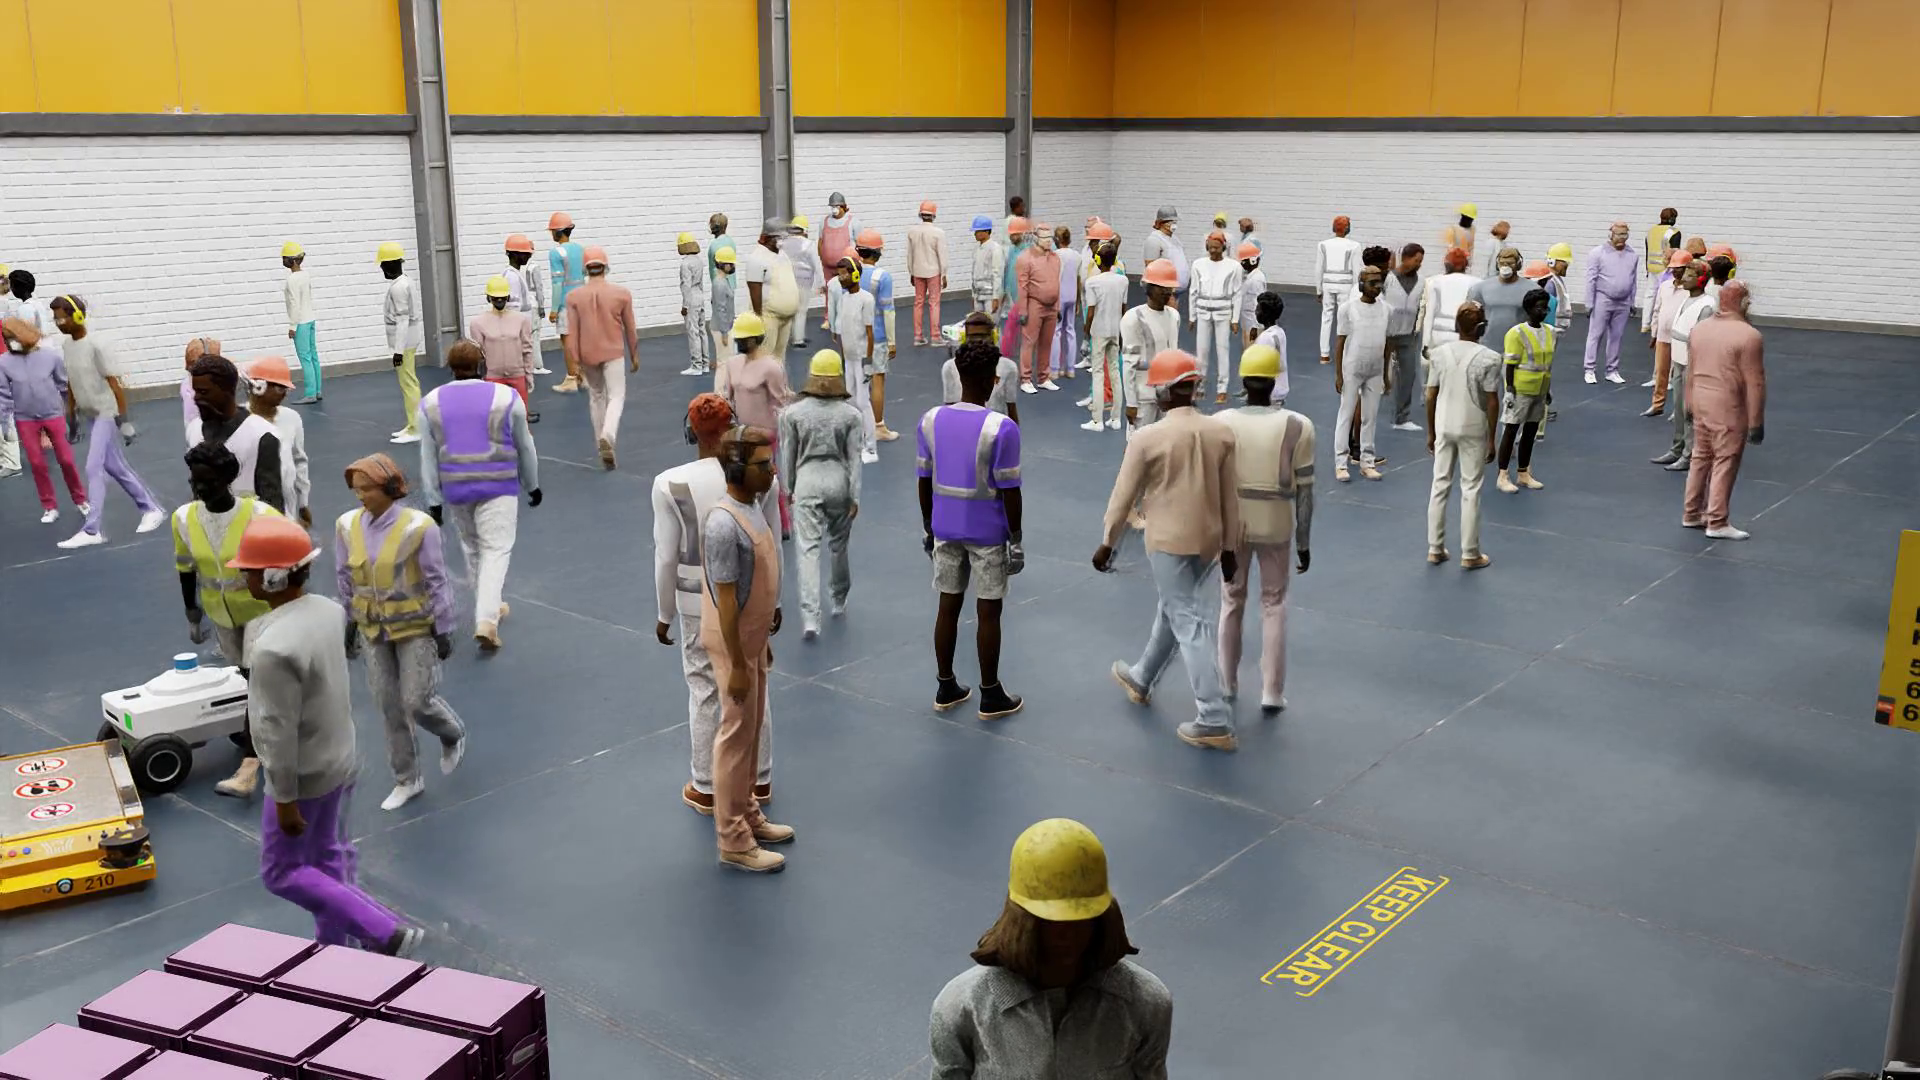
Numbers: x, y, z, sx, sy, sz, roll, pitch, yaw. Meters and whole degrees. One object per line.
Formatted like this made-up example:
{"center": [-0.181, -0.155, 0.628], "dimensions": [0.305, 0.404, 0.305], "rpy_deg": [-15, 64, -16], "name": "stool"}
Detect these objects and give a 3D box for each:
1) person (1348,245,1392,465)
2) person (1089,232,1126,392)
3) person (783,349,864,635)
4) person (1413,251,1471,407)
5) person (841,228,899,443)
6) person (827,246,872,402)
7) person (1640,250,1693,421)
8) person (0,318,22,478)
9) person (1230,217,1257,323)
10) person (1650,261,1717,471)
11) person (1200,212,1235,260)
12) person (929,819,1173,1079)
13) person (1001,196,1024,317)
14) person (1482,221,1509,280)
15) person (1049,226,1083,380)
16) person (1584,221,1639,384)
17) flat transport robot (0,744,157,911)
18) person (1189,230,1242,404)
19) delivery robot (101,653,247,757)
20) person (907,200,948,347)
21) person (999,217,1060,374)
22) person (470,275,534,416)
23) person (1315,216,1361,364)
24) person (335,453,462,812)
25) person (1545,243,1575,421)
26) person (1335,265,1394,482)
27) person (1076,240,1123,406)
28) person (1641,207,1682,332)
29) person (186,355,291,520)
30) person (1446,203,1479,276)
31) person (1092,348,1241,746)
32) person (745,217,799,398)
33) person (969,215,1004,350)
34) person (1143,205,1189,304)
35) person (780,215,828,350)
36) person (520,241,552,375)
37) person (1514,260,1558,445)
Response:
{"center": [3.664, -1.665, 14.979], "dimensions": [0.362, 1.963, 0.613], "rpy_deg": [-2, 14, -6], "name": "person"}
{"center": [1.682, -2.540, 18.723], "dimensions": [0.346, 1.846, 0.506], "rpy_deg": [-3, 14, -10], "name": "person"}
{"center": [-0.821, -0.303, 10.057], "dimensions": [0.486, 1.703, 0.881], "rpy_deg": [-1, 14, -4], "name": "person"}
{"center": [5.136, -2.224, 17.713], "dimensions": [0.612, 1.722, 0.451], "rpy_deg": [0, 14, 1], "name": "person"}
{"center": [-0.854, -1.965, 16.012], "dimensions": [0.615, 2.046, 0.375], "rpy_deg": [10, 17, 36], "name": "person"}
{"center": [-1.131, -2.268, 17.823], "dimensions": [0.559, 1.750, 0.329], "rpy_deg": [4, 15, 15], "name": "person"}
{"center": [7.383, -2.112, 17.195], "dimensions": [0.326, 1.752, 0.563], "rpy_deg": [-9, 17, -32], "name": "person"}
{"center": [-8.436, -1.406, 14.410], "dimensions": [0.573, 1.739, 0.355], "rpy_deg": [12, 19, 40], "name": "person"}
{"center": [4.340, -4.130, 25.511], "dimensions": [0.513, 1.619, 0.525], "rpy_deg": [-4, 14, -14], "name": "person"}
{"center": [6.452, -1.533, 14.686], "dimensions": [0.390, 1.850, 0.565], "rpy_deg": [1, 14, 3], "name": "person"}
{"center": [3.894, -4.050, 25.022], "dimensions": [0.535, 1.722, 0.758], "rpy_deg": [-2, 14, -9], "name": "person"}
{"center": [0.180, 1.371, 3.294], "dimensions": [0.487, 1.746, 0.289], "rpy_deg": [-2, 14, -10], "name": "person"}
{"center": [0.842, -4.440, 26.182], "dimensions": [0.394, 1.921, 0.593], "rpy_deg": [-3, 14, -13], "name": "person"}
{"center": [7.914, -3.907, 24.649], "dimensions": [0.518, 1.626, 0.294], "rpy_deg": [-13, 19, -41], "name": "person"}
{"center": [1.225, -2.827, 19.902], "dimensions": [0.517, 1.835, 0.361], "rpy_deg": [-9, 16, -31], "name": "person"}
{"center": [7.682, -2.789, 19.595], "dimensions": [0.651, 1.904, 0.403], "rpy_deg": [-2, 14, -9], "name": "person"}
{"center": [-3.875, 1.169, 7.092], "dimensions": [0.652, 0.197, 1.431], "rpy_deg": [-8, 16, -30], "name": "flat transport robot"}
{"center": [2.785, -2.434, 18.216], "dimensions": [0.576, 1.885, 0.354], "rpy_deg": [7, 15, 25], "name": "person"}
{"center": [-3.646, 0.778, 7.888], "dimensions": [0.707, 0.478, 0.477], "rpy_deg": [-14, 19, -43], "name": "delivery robot"}
{"center": [-0.438, -3.668, 22.916], "dimensions": [0.622, 1.996, 0.371], "rpy_deg": [8, 16, 30], "name": "person"}
{"center": [0.767, -2.932, 20.127], "dimensions": [1.065, 1.943, 0.623], "rpy_deg": [-3, 14, -13], "name": "person"}
{"center": [-3.933, -1.403, 14.356], "dimensions": [0.518, 1.756, 0.342], "rpy_deg": [-7, 15, -24], "name": "person"}
{"center": [4.807, -3.172, 21.171], "dimensions": [0.575, 1.882, 0.360], "rpy_deg": [9, 16, 31], "name": "person"}
{"center": [-2.497, 0.395, 7.457], "dimensions": [0.523, 1.623, 0.436], "rpy_deg": [4, 15, 14], "name": "person"}
{"center": [6.110, -2.153, 17.216], "dimensions": [0.403, 1.823, 0.599], "rpy_deg": [6, 15, 23], "name": "person"}
{"center": [3.457, -1.419, 14.242], "dimensions": [0.506, 1.847, 0.346], "rpy_deg": [-3, 14, -11], "name": "person"}
{"center": [1.534, -2.361, 17.852], "dimensions": [0.392, 1.922, 0.591], "rpy_deg": [-8, 16, -28], "name": "person"}
{"center": [10.253, -3.918, 24.265], "dimensions": [0.430, 1.835, 0.619], "rpy_deg": [-4, 15, -17], "name": "person"}
{"center": [-3.617, 0.005, 8.429], "dimensions": [0.590, 1.909, 0.404], "rpy_deg": [8, 16, 28], "name": "person"}
{"center": [7.429, -4.029, 24.596], "dimensions": [0.617, 1.875, 0.674], "rpy_deg": [-8, 16, -29], "name": "person"}
{"center": [1.067, 0.014, 8.349], "dimensions": [0.632, 1.931, 1.062], "rpy_deg": [-8, 16, -30], "name": "person"}
{"center": [-2.040, -2.545, 18.345], "dimensions": [0.535, 2.000, 0.690], "rpy_deg": [7, 15, 25], "name": "person"}
{"center": [0.311, -2.983, 20.305], "dimensions": [0.415, 1.941, 0.607], "rpy_deg": [-9, 16, -31], "name": "person"}
{"center": [2.605, -3.175, 20.860], "dimensions": [0.538, 2.000, 0.684], "rpy_deg": [8, 16, 29], "name": "person"}
{"center": [-2.125, -3.504, 22.664], "dimensions": [0.623, 1.804, 0.720], "rpy_deg": [10, 17, 35], "name": "person"}
{"center": [-5.276, -2.836, 20.320], "dimensions": [0.514, 1.641, 0.309], "rpy_deg": [8, 16, 30], "name": "person"}
{"center": [5.459, -1.783, 15.877], "dimensions": [0.339, 1.752, 0.564], "rpy_deg": [12, 18, 40], "name": "person"}
